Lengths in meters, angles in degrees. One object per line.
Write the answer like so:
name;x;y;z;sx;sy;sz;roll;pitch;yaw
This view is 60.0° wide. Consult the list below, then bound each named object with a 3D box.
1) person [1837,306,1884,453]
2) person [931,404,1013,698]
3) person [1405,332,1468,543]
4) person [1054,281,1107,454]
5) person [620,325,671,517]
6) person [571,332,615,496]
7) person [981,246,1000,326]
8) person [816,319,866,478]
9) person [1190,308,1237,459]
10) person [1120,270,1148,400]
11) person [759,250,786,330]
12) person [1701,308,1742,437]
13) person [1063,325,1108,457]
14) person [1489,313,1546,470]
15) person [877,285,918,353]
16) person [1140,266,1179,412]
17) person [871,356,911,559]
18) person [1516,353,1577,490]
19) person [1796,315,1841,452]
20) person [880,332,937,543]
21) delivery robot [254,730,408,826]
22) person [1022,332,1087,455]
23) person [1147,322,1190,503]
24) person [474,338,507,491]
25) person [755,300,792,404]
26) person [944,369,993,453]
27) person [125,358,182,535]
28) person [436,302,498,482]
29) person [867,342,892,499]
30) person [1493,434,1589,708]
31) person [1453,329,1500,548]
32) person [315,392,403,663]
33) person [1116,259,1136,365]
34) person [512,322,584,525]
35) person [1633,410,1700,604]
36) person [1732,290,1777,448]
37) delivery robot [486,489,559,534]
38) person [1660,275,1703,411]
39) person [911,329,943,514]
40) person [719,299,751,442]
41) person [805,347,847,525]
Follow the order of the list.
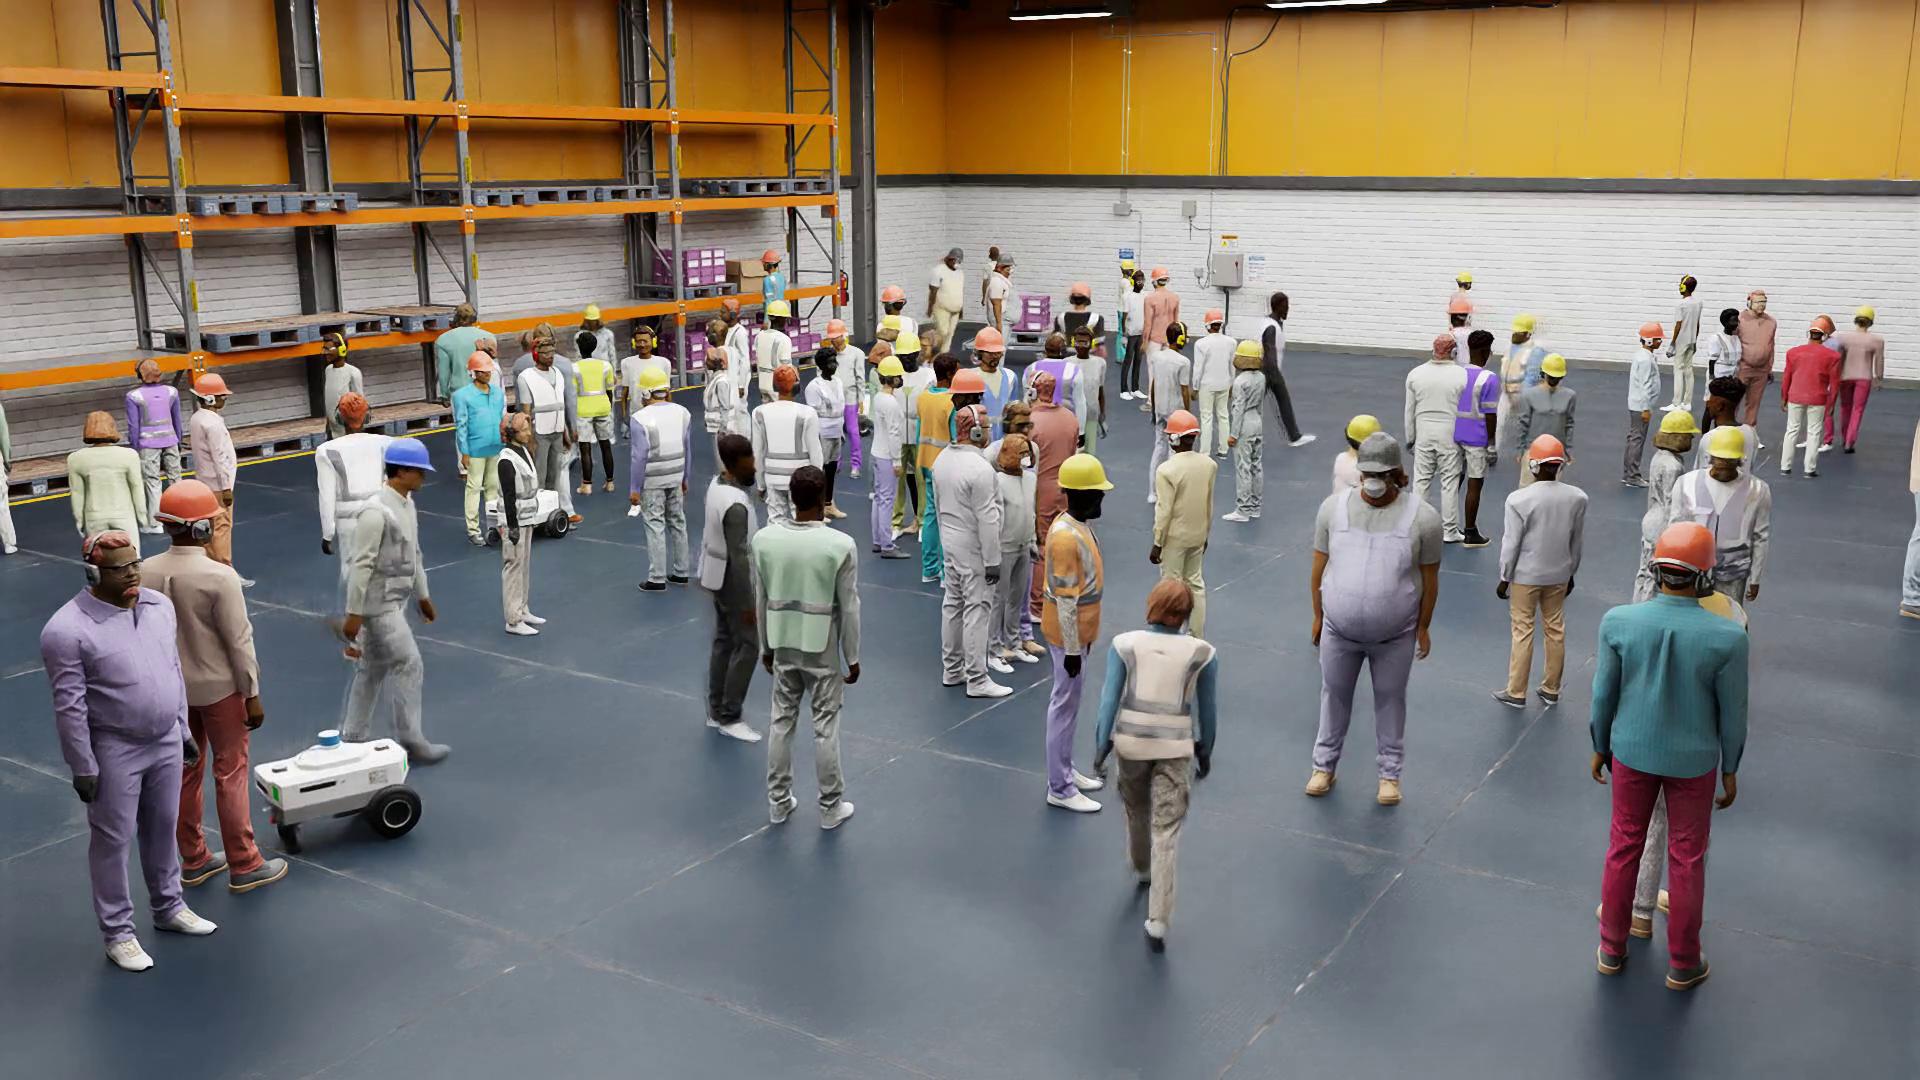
person;10.701;-1.921;19.840;0.531;1.725;0.877;12;18;42
person;0.085;0.070;10.797;0.409;1.909;0.641;-8;15;-30
person;4.368;-0.926;15.116;0.638;1.911;0.402;9;16;34
person;1.426;-2.039;19.705;0.611;2.023;0.565;6;14;23
person;-3.046;-1.159;16.204;0.516;1.873;0.329;-2;13;-9
person;-3.819;-1.302;17.207;0.536;1.697;0.322;-9;16;-33
person;0.641;-4.479;30.670;0.506;1.842;0.344;-4;13;-15
person;-1.310;-1.542;18.164;0.574;1.737;0.354;4;13;15
person;2.915;-1.793;19.210;0.563;1.753;0.327;-6;14;-23
person;2.538;-2.961;24.027;0.526;1.869;0.315;-10;16;-37
person;-2.922;-3.480;25.889;0.368;2.048;0.607;4;14;16
person;9.134;-1.925;19.908;0.533;1.697;0.319;-7;15;-28
person;1.195;-1.156;16.210;0.538;1.863;0.313;-3;13;-15
person;6.251;-1.639;18.502;0.874;1.787;0.590;-7;15;-27
person;-0.743;-1.853;18.837;0.371;2.044;0.608;10;16;36
person;2.735;-2.764;22.893;0.623;1.993;0.384;-8;15;-33
person;-0.613;-0.723;14.540;0.323;1.769;0.523;-4;13;-15
person;5.240;-0.798;14.888;0.529;1.759;0.337;0;13;-2
person;10.258;-1.872;19.850;0.305;1.625;0.499;-4;14;-16
person;-0.449;-0.926;15.069;0.591;1.926;0.386;3;13;11
delivery robot;-3.229;1.222;8.555;0.707;0.478;0.477;-10;16;-37
person;0.911;-1.040;15.753;0.620;1.845;0.429;6;14;24
person;2.111;-1.257;16.672;0.338;1.855;0.526;-11;17;-40
person;-4.860;-1.284;17.277;0.310;1.631;0.509;-6;14;-25
person;-2.017;-1.672;18.331;0.397;1.920;0.586;-12;17;-41
person;0.062;-0.306;12.358;0.358;1.936;0.552;-1;13;-6
person;-7.454;-0.866;15.442;0.308;1.641;0.514;9;16;34
person;-5.278;-1.589;17.922;0.635;1.937;0.352;-4;14;-17
person;-0.786;-1.189;16.854;0.282;1.633;0.498;-4;14;-17
person;3.673;0.198;10.573;0.563;1.752;0.326;-3;13;-13
person;4.597;-0.915;14.964;0.376;1.958;0.603;-7;15;-27
person;-4.131;-0.084;11.518;0.573;1.883;0.355;-9;16;-34
person;2.808;-3.845;28.087;0.310;1.769;0.523;-2;13;-7
person;-3.891;-1.083;15.728;0.627;1.941;0.372;4;14;16
person;4.950;-0.048;11.665;0.311;1.744;0.486;3;13;11
person;9.479;-2.040;19.951;0.648;1.907;0.409;-2;13;-9
delivery robot;-3.981;-0.295;15.134;0.477;0.478;0.707;6;14;24
person;9.929;-2.692;22.853;0.519;1.873;0.328;-7;15;-27
person;-0.251;-1.117;16.084;0.326;1.844;0.512;-7;15;-28
person;-2.574;-1.810;19.006;0.362;1.882;0.576;-6;14;-24
person;-1.270;-1.001;15.902;0.317;1.695;0.540;7;15;27
